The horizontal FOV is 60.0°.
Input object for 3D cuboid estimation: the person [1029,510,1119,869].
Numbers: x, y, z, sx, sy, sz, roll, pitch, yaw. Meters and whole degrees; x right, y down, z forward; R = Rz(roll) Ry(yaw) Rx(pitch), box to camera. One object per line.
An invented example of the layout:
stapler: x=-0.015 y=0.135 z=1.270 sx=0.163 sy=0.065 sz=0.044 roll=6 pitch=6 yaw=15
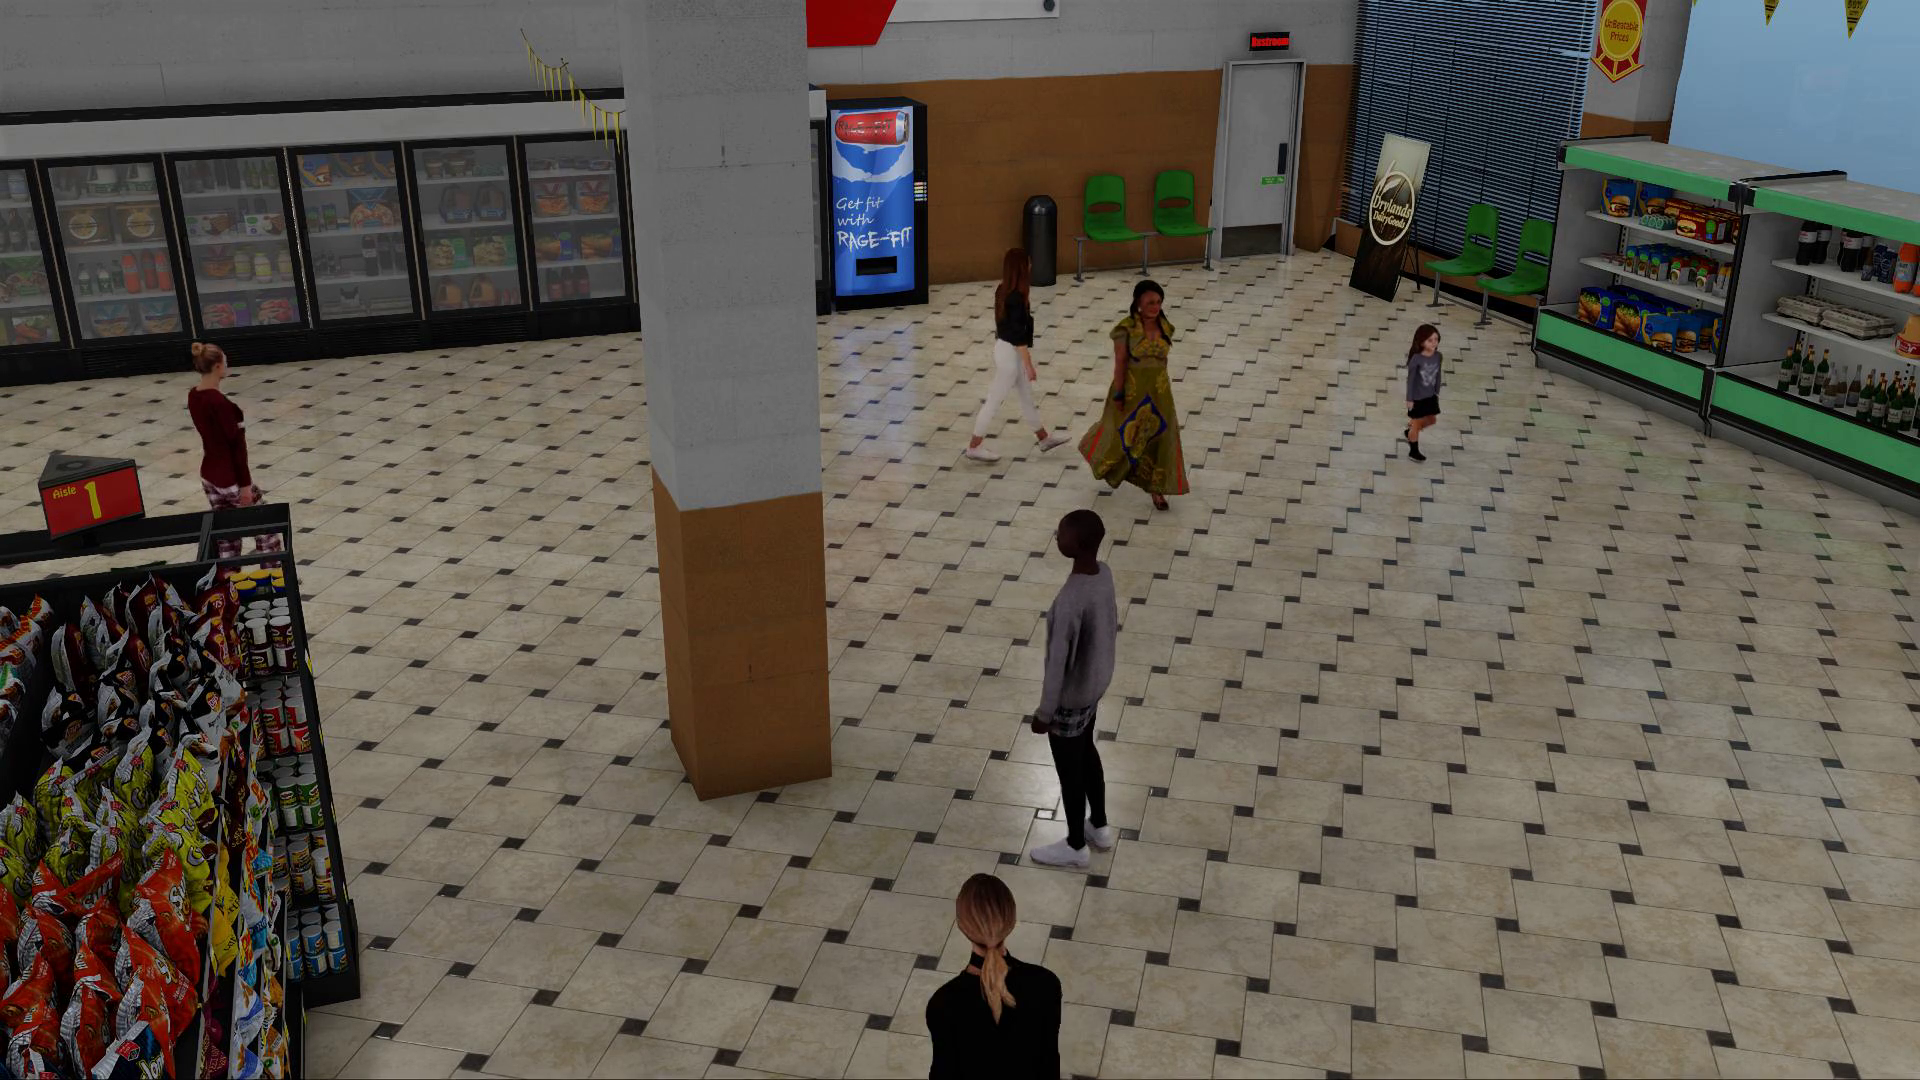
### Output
person: x=0.568 y=0.698 z=7.544 sx=0.818 sy=1.723 sz=0.757 roll=12 pitch=25 yaw=28

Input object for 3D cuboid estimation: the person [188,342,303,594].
person: x=-4.578 y=-0.340 z=10.284 sx=0.830 sy=1.606 sz=0.895 roll=15 pitch=26 yaw=33

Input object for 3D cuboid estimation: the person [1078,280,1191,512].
person: x=1.261 y=-1.076 z=12.082 sx=0.744 sy=1.631 sz=1.128 roll=-9 pitch=24 yaw=-22

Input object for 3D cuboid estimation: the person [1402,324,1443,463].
person: x=3.593 y=-1.175 z=13.038 sx=0.511 sy=1.101 sz=0.569 roll=-11 pitch=24 yaw=-25

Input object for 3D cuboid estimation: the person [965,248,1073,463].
person: x=0.305 y=-1.387 z=12.812 sx=0.859 sy=1.664 sz=1.093 roll=-2 pitch=22 yaw=-6

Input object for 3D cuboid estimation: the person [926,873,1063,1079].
person: x=0.125 y=1.817 z=4.777 sx=0.650 sy=1.710 sz=1.149 roll=-6 pitch=23 yaw=-15
